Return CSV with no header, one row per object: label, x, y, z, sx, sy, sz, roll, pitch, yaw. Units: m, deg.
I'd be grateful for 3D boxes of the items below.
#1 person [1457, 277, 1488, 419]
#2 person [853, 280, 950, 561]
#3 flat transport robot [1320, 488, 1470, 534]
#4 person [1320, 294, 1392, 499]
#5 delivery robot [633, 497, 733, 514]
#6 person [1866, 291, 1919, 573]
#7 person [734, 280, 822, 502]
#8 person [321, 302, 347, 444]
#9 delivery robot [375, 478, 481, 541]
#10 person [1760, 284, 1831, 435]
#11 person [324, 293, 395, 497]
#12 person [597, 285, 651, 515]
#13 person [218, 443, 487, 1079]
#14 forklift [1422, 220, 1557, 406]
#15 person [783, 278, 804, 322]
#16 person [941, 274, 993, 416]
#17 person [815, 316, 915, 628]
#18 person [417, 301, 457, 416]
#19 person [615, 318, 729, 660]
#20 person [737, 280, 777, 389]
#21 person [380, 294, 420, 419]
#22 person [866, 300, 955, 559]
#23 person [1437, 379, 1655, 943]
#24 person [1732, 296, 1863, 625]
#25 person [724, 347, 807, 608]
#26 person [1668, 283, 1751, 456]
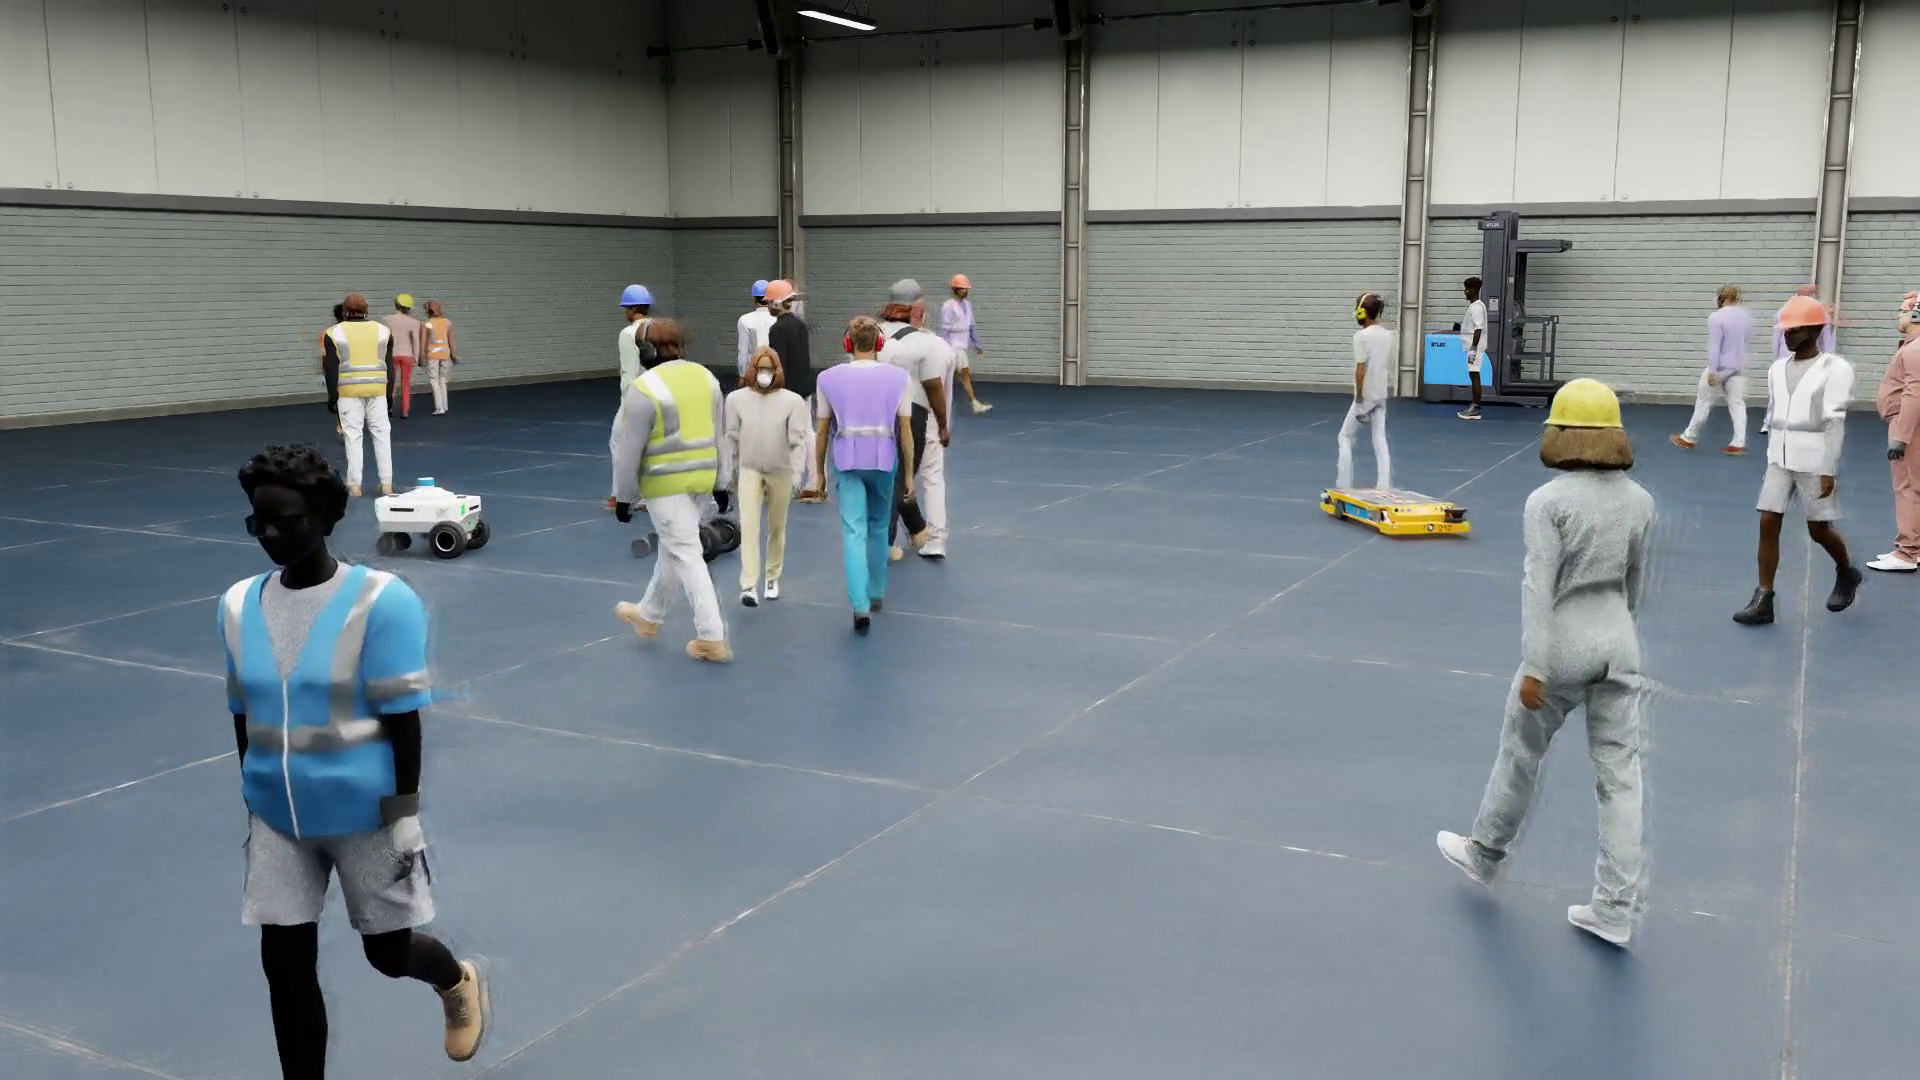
person,7.146,-2.673,23.140,0.368,1.963,0.609,3,10,18
person,-0.383,-0.881,11.984,0.689,2.000,0.998,8,12,41
flat transport robot,3.517,-0.252,13.546,0.652,0.197,1.431,-2,9,-10
person,3.527,-1.231,14.622,0.504,1.840,0.796,-6,11,-32
delivery robot,-2.002,-0.320,12.003,0.698,0.223,0.335,2,9,13
person,6.501,-0.743,11.404,0.406,1.911,0.639,8,12,41
person,-1.615,-1.316,14.799,0.915,1.957,0.642,4,10,26
person,-7.392,-1.998,19.861,0.696,1.678,0.540,9,13,43
delivery robot,-3.882,-0.212,12.137,0.707,0.478,0.477,1,9,7
person,10.500,-2.248,20.810,0.670,1.896,0.435,4,10,22
person,-5.488,-1.329,15.226,0.624,1.845,0.430,-6,11,-34
person,-2.759,-1.173,13.996,0.779,1.921,0.652,5,10,26
person,-1.424,0.595,3.864,0.544,1.676,0.673,2,9,12
forklift,8.245,-3.527,25.720,1.873,2.768,1.129,5,10,27
person,-2.999,-3.597,28.959,0.578,1.920,0.426,-2,9,-12
person,0.017,-2.767,23.650,1.041,1.991,0.633,5,11,30
person,-0.556,-0.411,9.739,0.579,1.793,0.975,-1,9,-7
person,-7.486,-2.581,23.666,0.614,1.608,0.557,7,12,38
person,-1.603,-0.277,8.892,0.965,1.788,0.636,6,11,33
person,-2.066,-1.769,17.609,0.602,1.949,0.389,-4,10,-25
person,-7.761,-2.540,23.022,0.554,1.729,0.374,-2,10,-15
person,-0.374,-0.822,12.036,0.679,1.852,0.981,-5,11,-30
person,1.900,0.345,5.283,0.512,1.703,0.846,-3,10,-18
person,4.968,-0.469,9.722,0.859,1.914,0.550,-5,10,-26
person,-1.185,-0.379,10.130,0.509,1.577,0.876,-1,9,-3
person,8.487,-1.920,18.695,0.650,1.895,0.954,-4,10,-25
